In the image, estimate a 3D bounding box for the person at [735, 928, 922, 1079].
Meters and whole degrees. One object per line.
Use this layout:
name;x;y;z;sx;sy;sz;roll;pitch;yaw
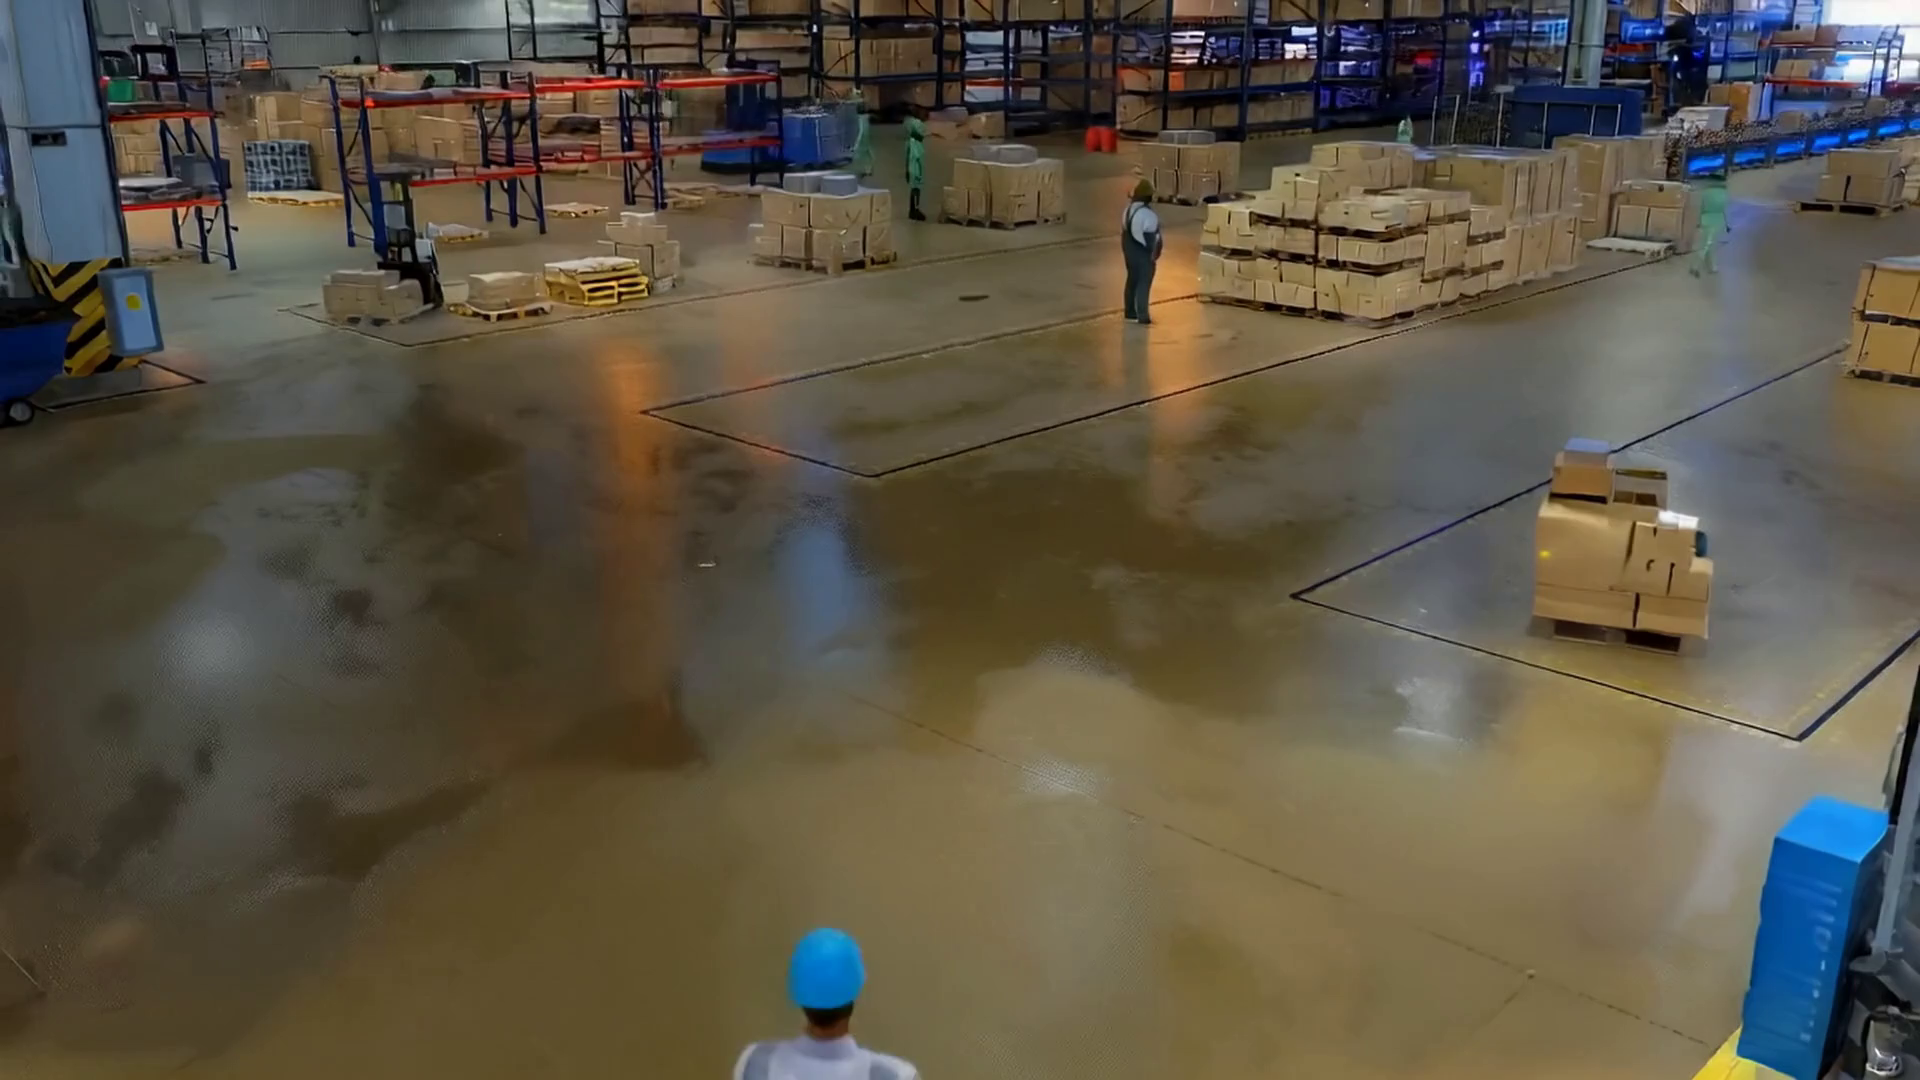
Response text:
person;-0.388;2.080;5.002;0.623;1.926;0.557;6;19;17

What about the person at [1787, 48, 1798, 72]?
person;41.692;-23.945;83.409;0.639;1.954;0.935;-13;22;-34

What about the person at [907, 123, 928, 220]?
person;-0.873;-7.525;33.936;0.397;1.934;0.551;-4;19;-12

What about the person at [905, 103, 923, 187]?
person;-1.084;-9.365;39.450;0.374;1.958;0.599;-11;21;-30

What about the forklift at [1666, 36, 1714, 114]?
forklift;27.341;-17.291;61.877;1.129;2.768;1.873;17;25;41

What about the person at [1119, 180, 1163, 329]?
person;2.545;-3.961;23.028;0.535;2.000;0.674;-10;21;-27

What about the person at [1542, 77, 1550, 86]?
person;18.234;-13.538;52.125;0.561;1.883;0.990;16;24;40

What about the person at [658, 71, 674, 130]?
person;-9.770;-14.603;55.311;0.596;1.892;0.612;10;21;27

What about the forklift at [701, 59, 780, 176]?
forklift;-5.565;-10.723;42.089;1.129;2.768;1.873;17;25;41

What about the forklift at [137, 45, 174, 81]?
forklift;-25.082;-14.076;52.191;1.129;2.768;1.873;-11;21;-29

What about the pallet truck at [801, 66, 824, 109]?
pallet truck;-4.812;-15.182;56.903;0.823;1.965;1.885;-9;21;-26

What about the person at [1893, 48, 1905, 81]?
person;45.446;-22.863;80.427;0.343;1.749;0.573;4;19;11

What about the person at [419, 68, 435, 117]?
person;-17.973;-14.910;56.115;0.650;1.981;0.615;12;22;33

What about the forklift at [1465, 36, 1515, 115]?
forklift;19.973;-17.201;61.605;1.873;2.768;1.129;16;24;40

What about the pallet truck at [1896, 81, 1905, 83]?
pallet truck;34.802;-16.331;61.455;0.653;1.274;1.630;17;25;41

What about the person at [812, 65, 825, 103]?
person;-5.139;-16.453;60.976;0.430;1.845;0.619;13;22;34

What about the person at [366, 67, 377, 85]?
person;-20.355;-15.462;57.862;0.499;1.923;0.633;10;21;27

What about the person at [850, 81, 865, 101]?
person;-3.279;-13.853;53.364;0.535;1.699;0.322;11;21;31

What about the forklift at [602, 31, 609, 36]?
forklift;-14.507;-19.901;69.740;1.129;2.768;1.873;17;25;41

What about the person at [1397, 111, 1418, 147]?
person;11.254;-9.971;41.833;0.532;1.594;0.861;-16;24;-39

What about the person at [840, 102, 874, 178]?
person;-2.563;-9.938;41.357;0.913;1.830;0.554;0;18;1

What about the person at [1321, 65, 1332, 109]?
person;13.836;-16.954;62.604;0.525;1.769;0.308;13;22;34

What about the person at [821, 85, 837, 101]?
person;-4.160;-13.526;52.499;0.549;1.606;0.713;-9;21;-26

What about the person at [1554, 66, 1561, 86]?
person;20.476;-15.234;57.017;0.614;2.026;0.602;-16;24;-40

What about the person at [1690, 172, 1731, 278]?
person;12.240;-5.139;27.127;0.910;1.703;0.485;-10;21;-28

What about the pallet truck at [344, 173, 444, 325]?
pallet truck;-8.209;-4.181;23.757;0.823;1.965;1.885;3;19;9

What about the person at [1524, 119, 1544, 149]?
person;13.446;-9.008;38.905;0.524;1.610;0.644;-5;19;-14

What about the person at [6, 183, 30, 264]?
person;-13.299;-4.126;23.728;0.695;1.900;0.619;9;20;26

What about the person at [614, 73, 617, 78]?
person;-11.016;-14.063;53.621;0.637;1.938;0.355;3;19;8
